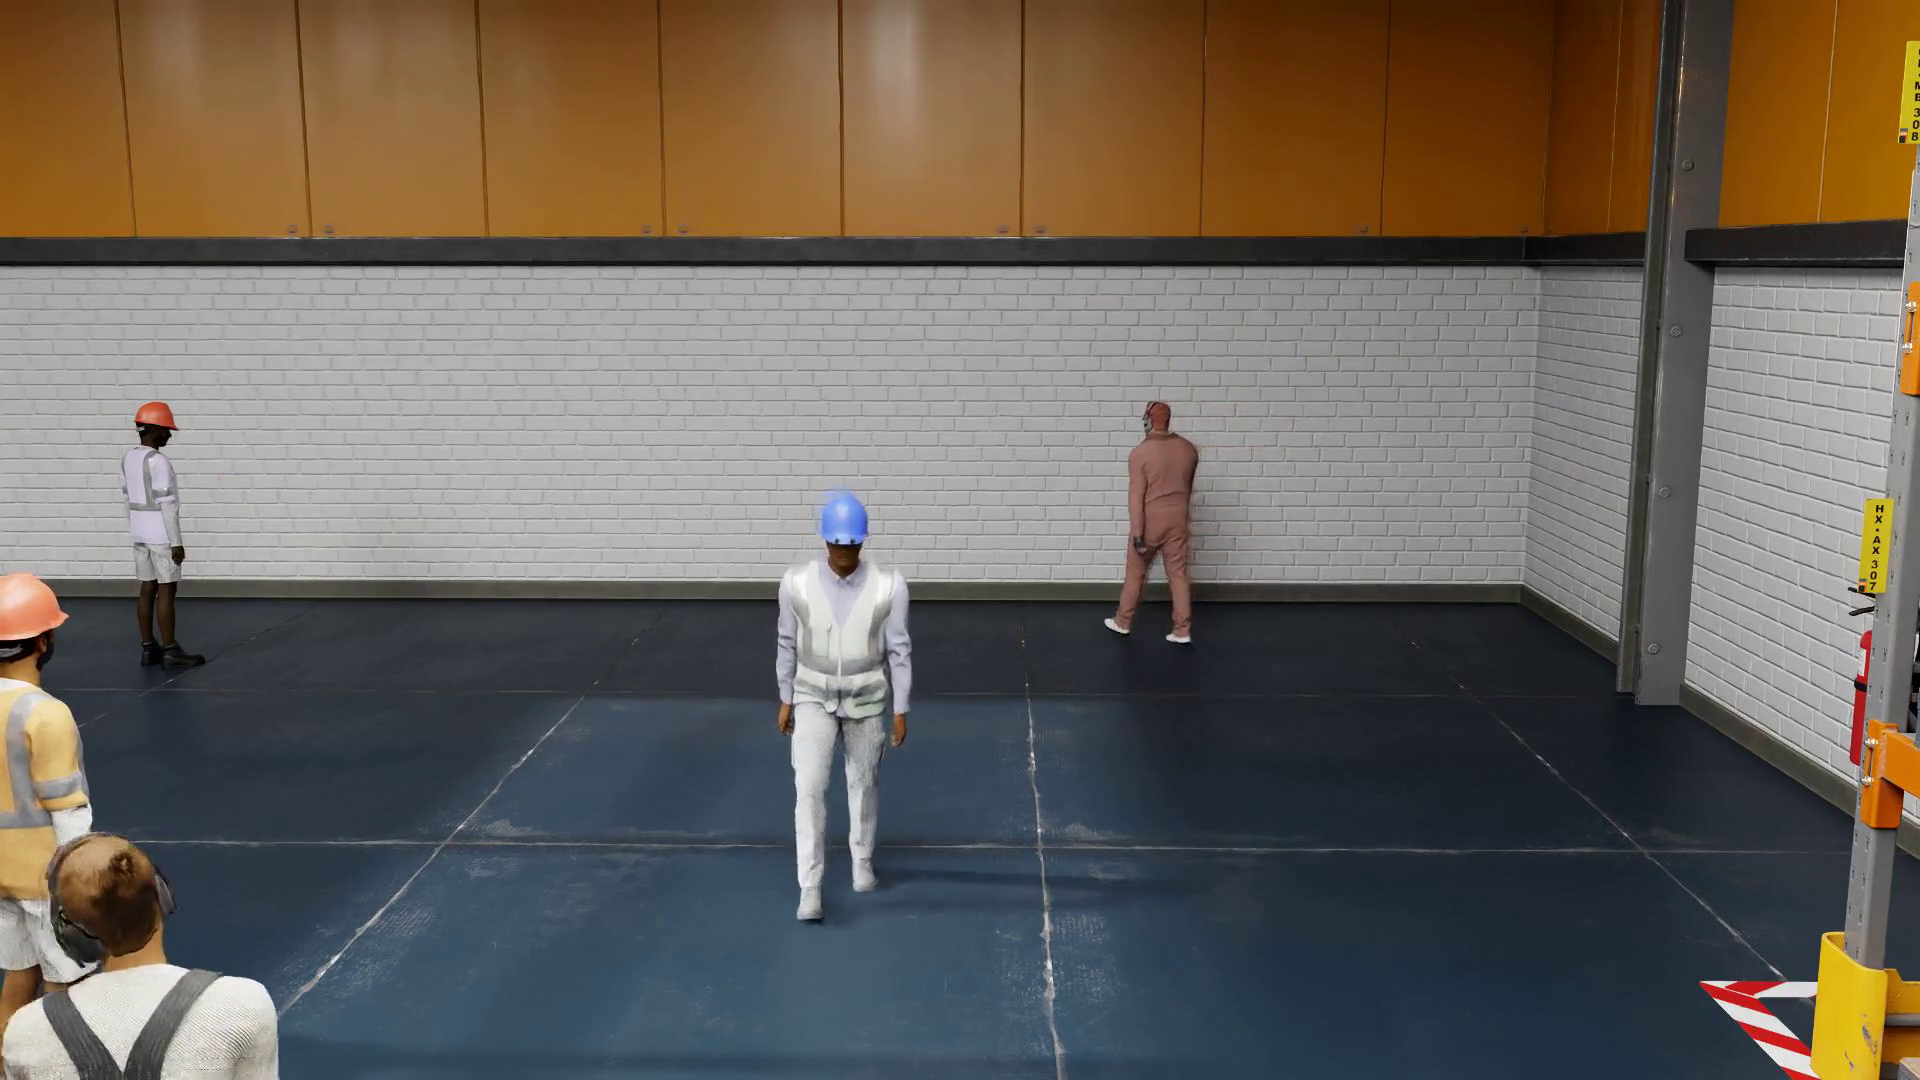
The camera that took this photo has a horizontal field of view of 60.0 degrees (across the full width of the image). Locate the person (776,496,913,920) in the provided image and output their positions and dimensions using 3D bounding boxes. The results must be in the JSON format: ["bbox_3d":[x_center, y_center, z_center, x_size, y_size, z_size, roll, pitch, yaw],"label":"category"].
[{"bbox_3d":[-0.519,0.738,7.486,0.622,1.898,0.824,0,9,-2],"label":"person"}]

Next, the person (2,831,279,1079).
[{"bbox_3d":[-1.611,1.452,3.441,0.535,1.817,0.500,-1,10,-9],"label":"person"}]

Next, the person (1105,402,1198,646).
[{"bbox_3d":[1.512,-0.140,12.854,0.649,1.880,0.773,-4,10,-24],"label":"person"}]

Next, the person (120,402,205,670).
[{"bbox_3d":[-5.764,-0.029,11.986,0.542,1.928,0.374,6,11,34],"label":"person"}]

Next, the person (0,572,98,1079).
[{"bbox_3d":[-2.970,1.066,5.382,0.547,1.942,0.344,5,11,28],"label":"person"}]
